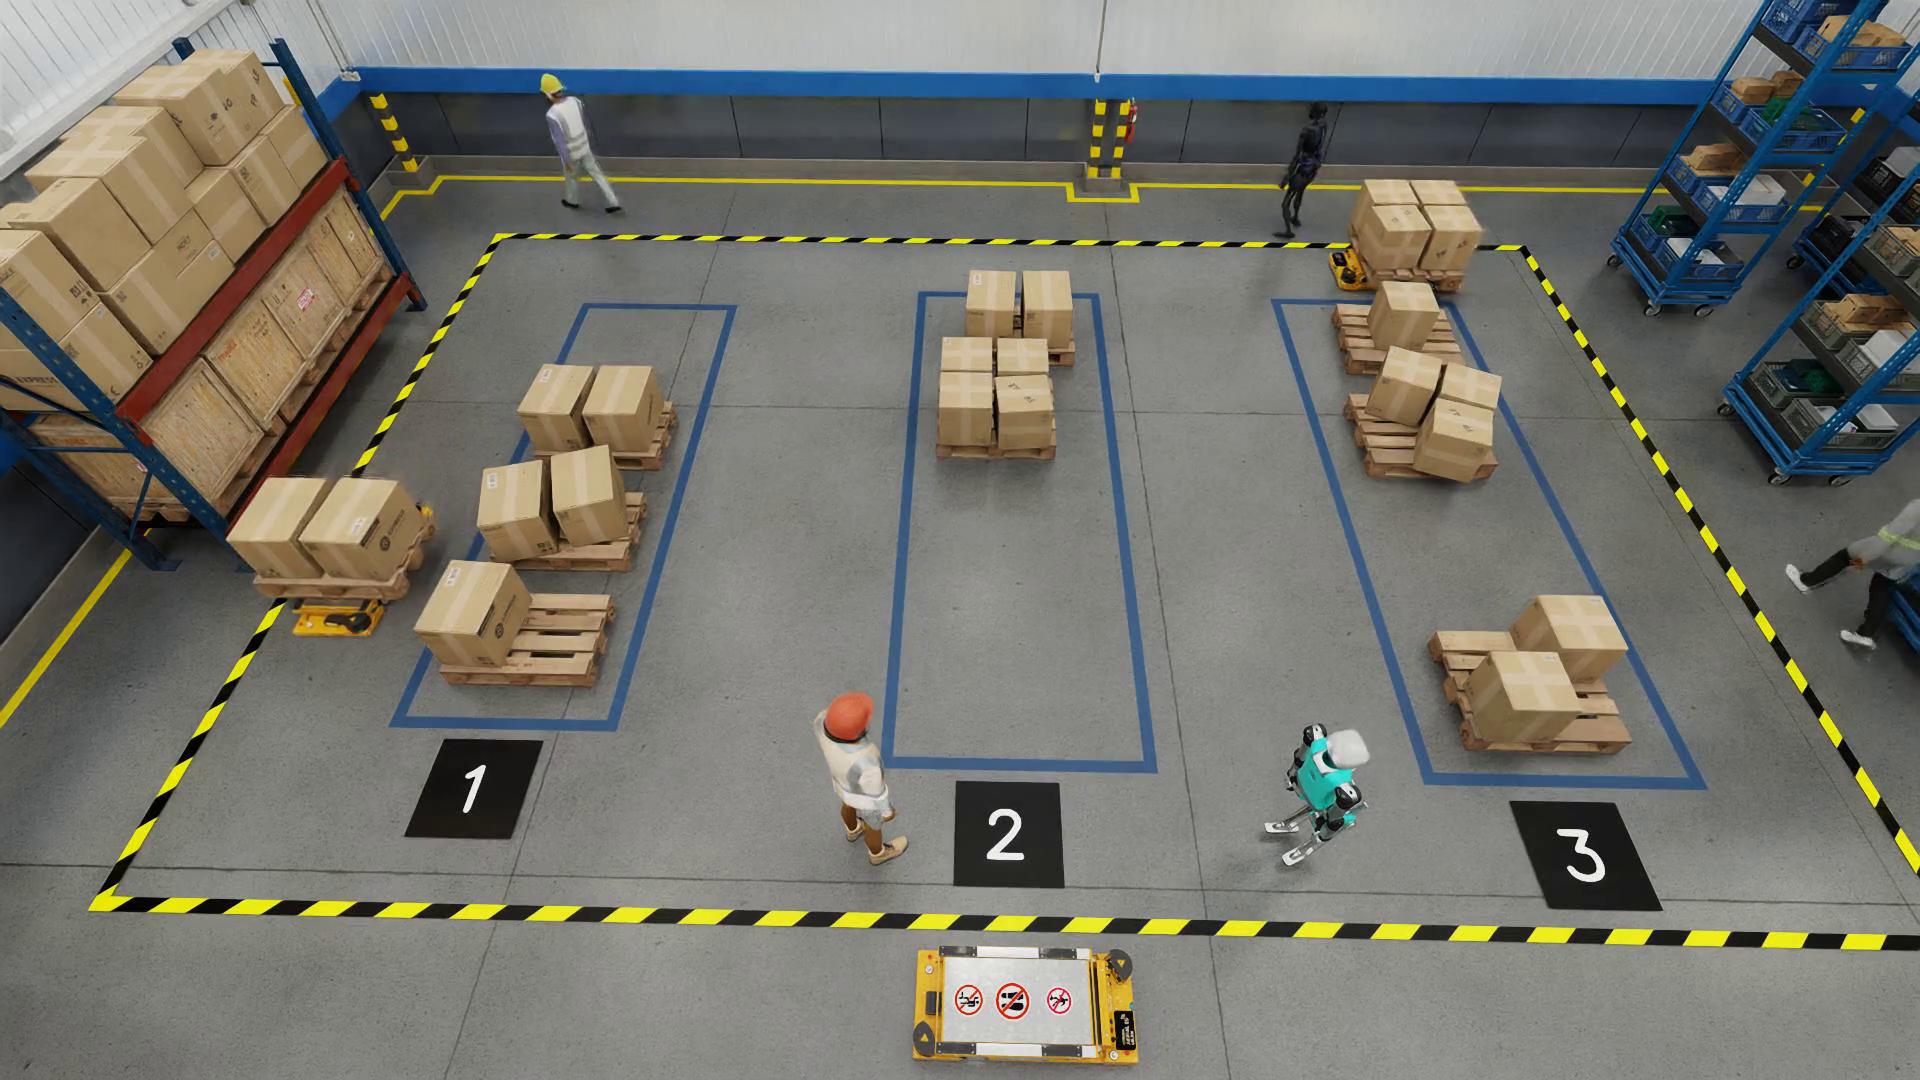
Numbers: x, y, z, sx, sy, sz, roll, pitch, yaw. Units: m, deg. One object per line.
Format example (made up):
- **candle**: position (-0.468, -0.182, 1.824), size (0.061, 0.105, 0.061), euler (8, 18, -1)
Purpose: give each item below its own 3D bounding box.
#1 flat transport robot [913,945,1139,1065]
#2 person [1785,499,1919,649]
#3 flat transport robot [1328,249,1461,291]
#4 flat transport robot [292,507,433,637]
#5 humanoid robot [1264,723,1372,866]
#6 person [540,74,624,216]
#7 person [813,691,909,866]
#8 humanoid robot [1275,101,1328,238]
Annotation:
- **flat transport robot**: position (0.422, 3.041, 6.007), size (1.431, 0.231, 0.659), euler (1, 51, 1)
- **person**: position (7.628, 0.080, 7.427), size (0.591, 1.811, 0.939), euler (7, 51, 6)
- **flat transport robot**: position (5.306, -3.324, 11.177), size (1.431, 0.197, 0.652), euler (1, 51, 1)
- **flat transport robot**: position (-5.397, 0.225, 8.284), size (0.652, 0.197, 1.431), euler (1, 51, 1)
- **humanoid robot**: position (2.500, 1.688, 6.079), size (0.735, 1.671, 0.533), euler (-11, 52, -9)
- **person**: position (-4.847, -4.948, 11.541), size (0.938, 1.784, 0.609), euler (20, 54, 15)
- **person**: position (-0.647, 1.589, 6.044), size (0.366, 2.048, 0.606), euler (-36, 59, -26)
- **humanoid robot**: position (4.255, -4.564, 11.296), size (0.584, 1.635, 0.399), euler (-37, 60, -26)
